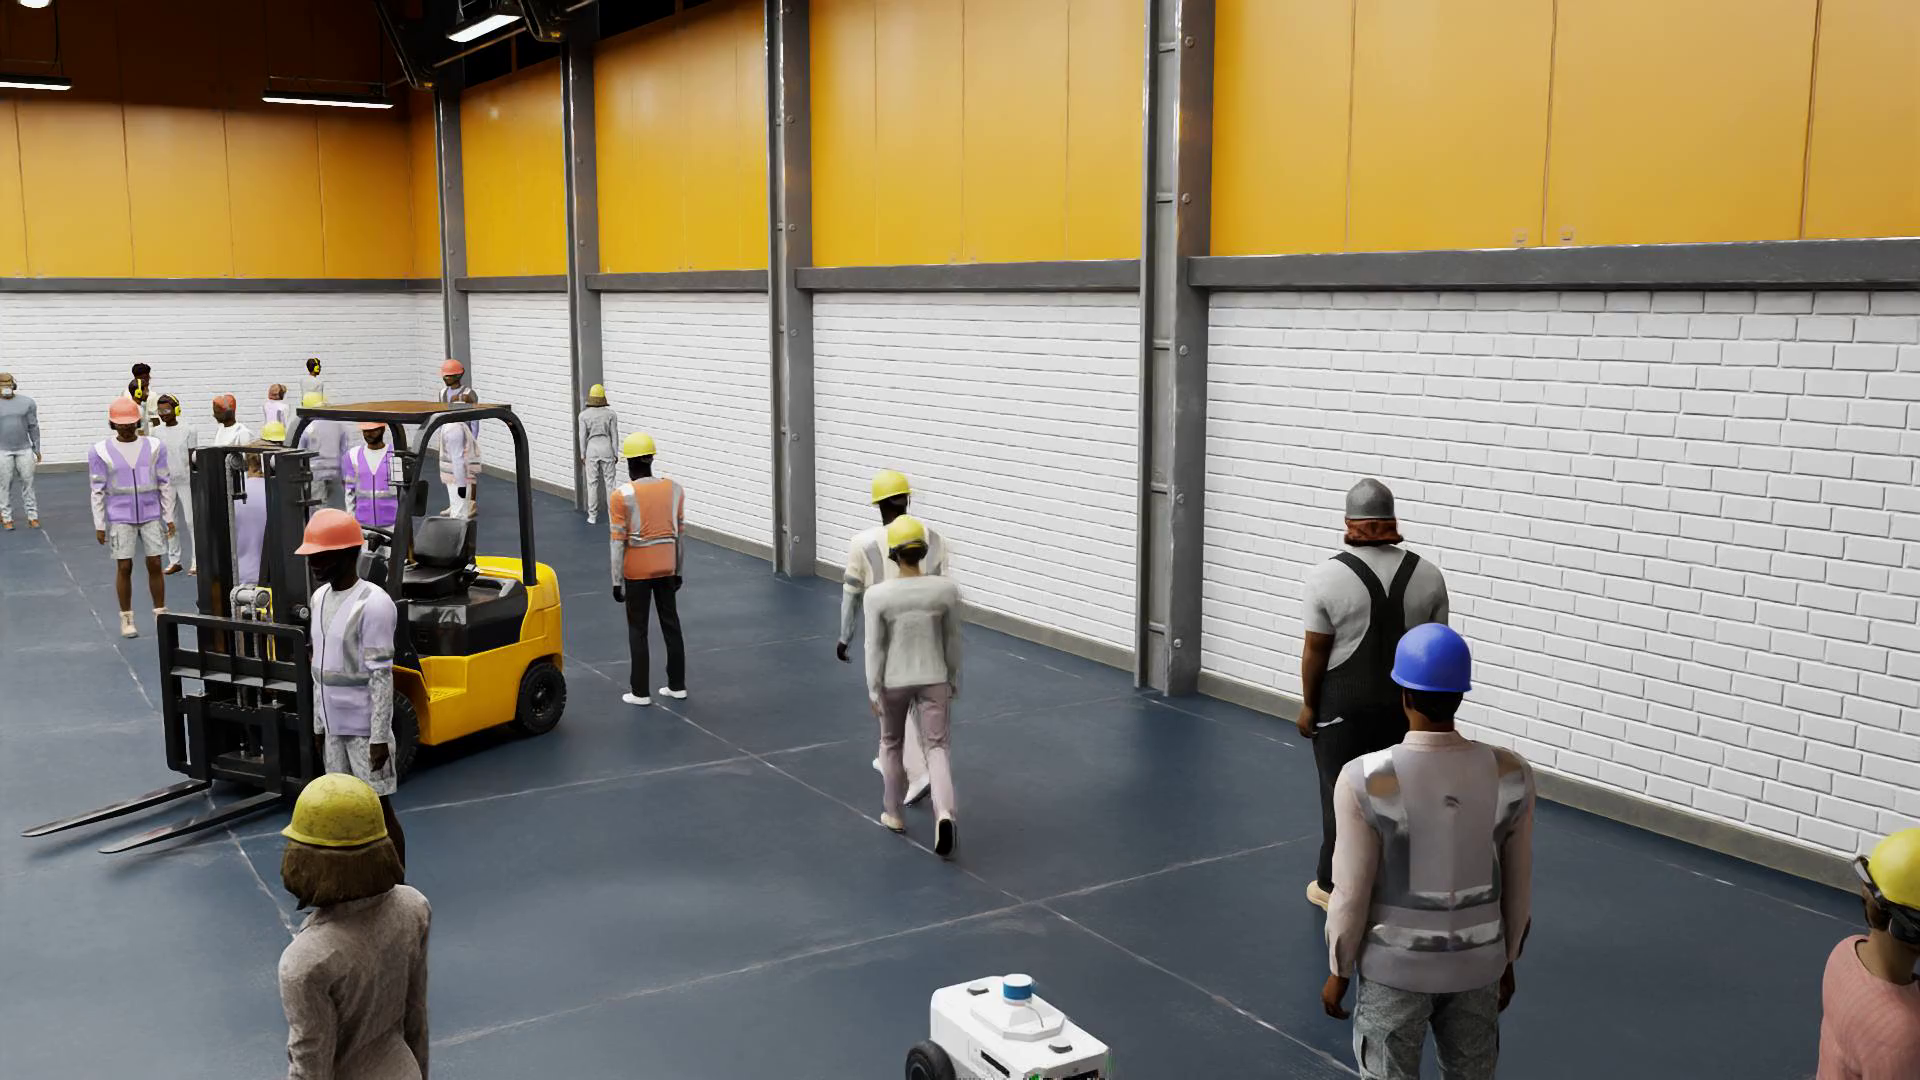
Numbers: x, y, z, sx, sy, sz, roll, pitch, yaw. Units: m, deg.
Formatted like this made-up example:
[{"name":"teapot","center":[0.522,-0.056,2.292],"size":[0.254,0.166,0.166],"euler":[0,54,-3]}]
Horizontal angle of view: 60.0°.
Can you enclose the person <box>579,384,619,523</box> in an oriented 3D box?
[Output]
[{"name":"person","center":[-4.527,-1.080,20.882],"size":[0.484,1.745,0.296],"euler":[-2,9,-13]}]

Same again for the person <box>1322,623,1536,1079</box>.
[{"name":"person","center":[1.341,1.204,4.798],"size":[0.603,1.949,0.389],"euler":[-1,9,-8]}]

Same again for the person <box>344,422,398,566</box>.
[{"name":"person","center":[-4.923,-0.168,14.085],"size":[0.551,1.934,0.373],"euler":[-1,8,-5]}]

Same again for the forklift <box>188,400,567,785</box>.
[{"name":"forklift","center":[-3.529,0.258,10.348],"size":[1.214,2.155,2.313],"euler":[4,9,25]}]

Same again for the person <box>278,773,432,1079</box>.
[{"name":"person","center":[-1.471,1.417,4.051],"size":[0.295,1.744,0.485],"euler":[3,9,17]}]

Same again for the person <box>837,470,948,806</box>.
[{"name":"person","center":[-0.334,0.541,9.548],"size":[0.598,1.873,0.974],"euler":[-4,9,-24]}]

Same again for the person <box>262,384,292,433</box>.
[{"name":"person","center":[-9.437,-1.347,23.057],"size":[0.514,1.632,0.312],"euler":[4,9,27]}]

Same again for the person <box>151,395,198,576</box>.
[{"name":"person","center":[-7.996,-0.557,16.982],"size":[0.510,1.861,0.324],"euler":[1,8,3]}]

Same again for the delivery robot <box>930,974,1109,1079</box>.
[{"name":"delivery robot","center":[0.196,1.723,5.658],"size":[0.477,0.478,0.707],"euler":[-5,10,-30]}]

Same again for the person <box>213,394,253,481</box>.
[{"name":"person","center":[-7.238,-0.513,16.580],"size":[0.574,1.886,0.360],"euler":[7,11,38]}]

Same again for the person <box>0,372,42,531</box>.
[{"name":"person","center":[-11.543,-1.075,20.248],"size":[0.635,1.928,0.382],"euler":[-7,11,-41]}]

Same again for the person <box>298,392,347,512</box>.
[{"name":"person","center":[-7.056,-0.715,18.206],"size":[0.618,1.798,0.585],"euler":[4,9,24]}]

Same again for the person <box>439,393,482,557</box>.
[{"name":"person","center":[-5.246,-0.623,17.496],"size":[0.429,1.837,0.633],"euler":[-3,9,-17]}]

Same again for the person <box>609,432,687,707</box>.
[{"name":"person","center":[-2.198,0.204,11.657],"size":[0.594,1.917,0.397],"euler":[-7,11,-40]}]

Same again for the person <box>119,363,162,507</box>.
[{"name":"person","center":[-10.972,-1.400,22.336],"size":[0.599,1.958,0.378],"euler":[2,9,15]}]

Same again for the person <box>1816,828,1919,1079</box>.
[{"name":"person","center":[2.021,1.472,3.655],"size":[0.338,1.756,0.532],"euler":[2,9,16]}]

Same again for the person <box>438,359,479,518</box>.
[{"name":"person","center":[-6.449,-1.293,21.321],"size":[0.611,2.038,0.394],"euler":[4,9,27]}]

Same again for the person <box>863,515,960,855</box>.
[{"name":"person","center":[-0.234,0.739,8.639],"size":[0.526,1.737,0.774],"euler":[-2,9,-11]}]

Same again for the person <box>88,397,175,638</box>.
[{"name":"person","center":[-6.914,-0.188,13.918],"size":[0.613,2.031,0.403],"euler":[-6,10,-36]}]

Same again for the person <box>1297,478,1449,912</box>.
[{"name":"person","center":[1.884,0.716,7.778],"size":[0.688,2.000,0.535],"euler":[-1,9,-9]}]

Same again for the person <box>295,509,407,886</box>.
[{"name":"person","center":[-2.752,0.817,7.491],"size":[0.544,1.932,0.375],"euler":[6,11,37]}]

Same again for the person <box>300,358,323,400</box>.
[{"name":"person","center":[-10.265,-1.960,26.441],"size":[0.502,1.861,0.328],"euler":[4,9,27]}]

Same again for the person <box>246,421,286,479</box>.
[{"name":"person","center":[-6.003,-0.168,14.662],"size":[0.326,1.767,0.533],"euler":[7,11,38]}]

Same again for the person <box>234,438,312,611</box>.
[{"name":"person","center":[-4.614,0.290,11.054],"size":[0.631,1.929,0.385],"euler":[-5,10,-30]}]
